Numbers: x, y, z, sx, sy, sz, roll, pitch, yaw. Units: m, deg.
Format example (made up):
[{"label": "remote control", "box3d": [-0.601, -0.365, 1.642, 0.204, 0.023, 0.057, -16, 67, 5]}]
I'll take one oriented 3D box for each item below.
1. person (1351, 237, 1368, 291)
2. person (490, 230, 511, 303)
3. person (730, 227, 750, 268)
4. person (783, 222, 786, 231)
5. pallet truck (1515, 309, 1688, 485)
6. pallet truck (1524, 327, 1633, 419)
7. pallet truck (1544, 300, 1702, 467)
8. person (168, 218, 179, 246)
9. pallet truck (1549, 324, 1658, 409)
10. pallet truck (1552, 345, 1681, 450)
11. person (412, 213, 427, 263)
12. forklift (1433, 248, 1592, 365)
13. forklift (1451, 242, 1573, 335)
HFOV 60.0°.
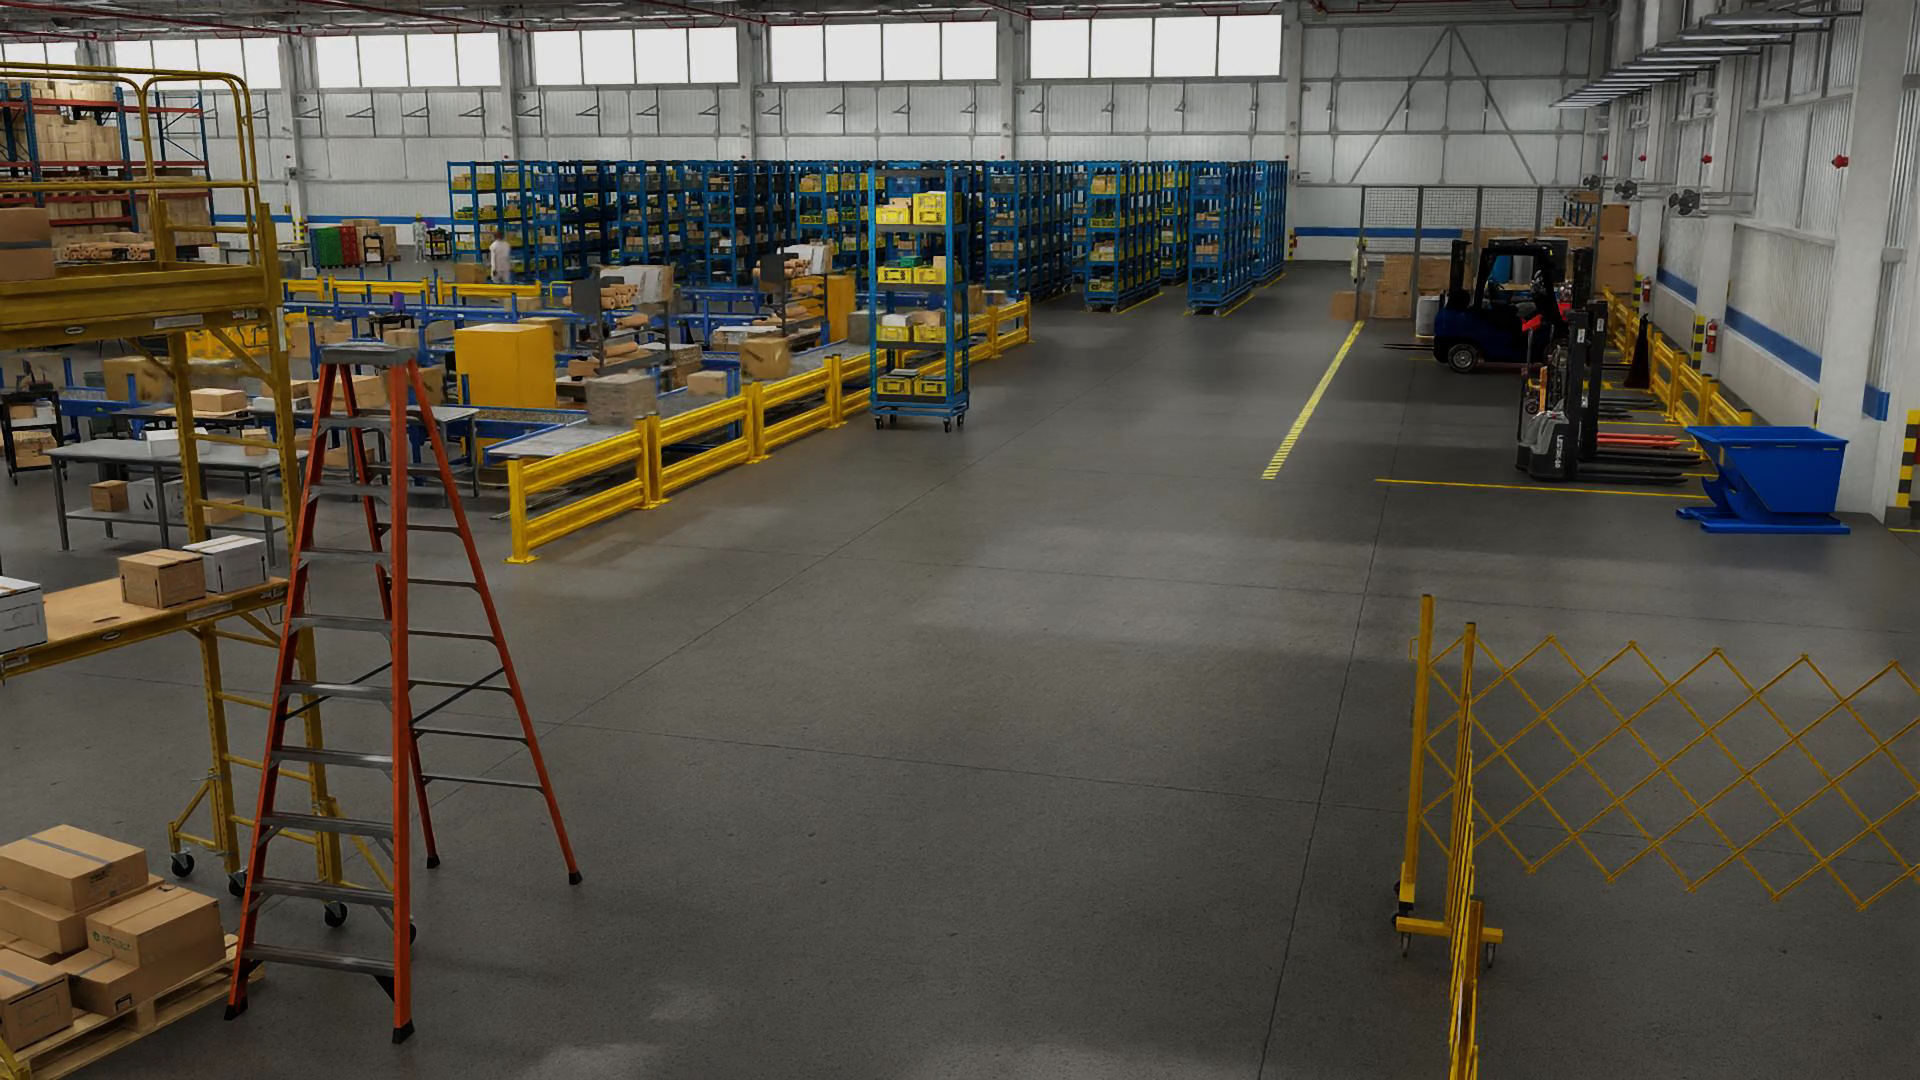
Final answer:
[{"label": "person", "box3d": [9.708, -6.445, 40.431, 0.404, 1.824, 0.586, 7, 15, 29]}, {"label": "person", "box3d": [-11.826, -7.045, 42.902, 0.866, 1.883, 0.645, 10, 17, 38]}, {"label": "person", "box3d": [-6.182, -8.134, 47.410, 0.623, 1.963, 0.841, 2, 13, 10]}, {"label": "person", "box3d": [-5.250, -8.662, 49.956, 0.564, 1.841, 0.390, -3, 13, -12]}, {"label": "pallet truck", "box3d": [7.554, -1.677, 19.446, 1.885, 1.965, 0.823, 3, 13, 14]}, {"label": "pallet truck", "box3d": [9.065, -2.460, 24.370, 1.522, 1.261, 0.704, 3, 13, 14]}, {"label": "pallet truck", "box3d": [8.263, -1.952, 20.631, 1.885, 1.965, 0.823, 5, 14, 20]}, {"label": "person", "box3d": [-24.480, -9.047, 51.419, 0.601, 1.940, 0.411, -6, 14, -23]}, {"label": "pallet truck", "box3d": [9.824, -2.669, 25.407, 1.601, 1.201, 0.680, 4, 14, 16]}, {"label": "pallet truck", "box3d": [8.641, -1.896, 21.908, 1.630, 1.274, 0.653, 4, 14, 16]}, {"label": "person", "box3d": [-19.170, -10.717, 59.043, 0.483, 1.745, 0.299, -4, 14, -17]}, {"label": "forklift", "box3d": [9.780, -4.111, 29.280, 2.680, 1.987, 1.157, 3, 13, 14]}, {"label": "forklift", "box3d": [10.464, -4.597, 31.405, 2.680, 1.987, 1.157, 4, 14, 16]}]
